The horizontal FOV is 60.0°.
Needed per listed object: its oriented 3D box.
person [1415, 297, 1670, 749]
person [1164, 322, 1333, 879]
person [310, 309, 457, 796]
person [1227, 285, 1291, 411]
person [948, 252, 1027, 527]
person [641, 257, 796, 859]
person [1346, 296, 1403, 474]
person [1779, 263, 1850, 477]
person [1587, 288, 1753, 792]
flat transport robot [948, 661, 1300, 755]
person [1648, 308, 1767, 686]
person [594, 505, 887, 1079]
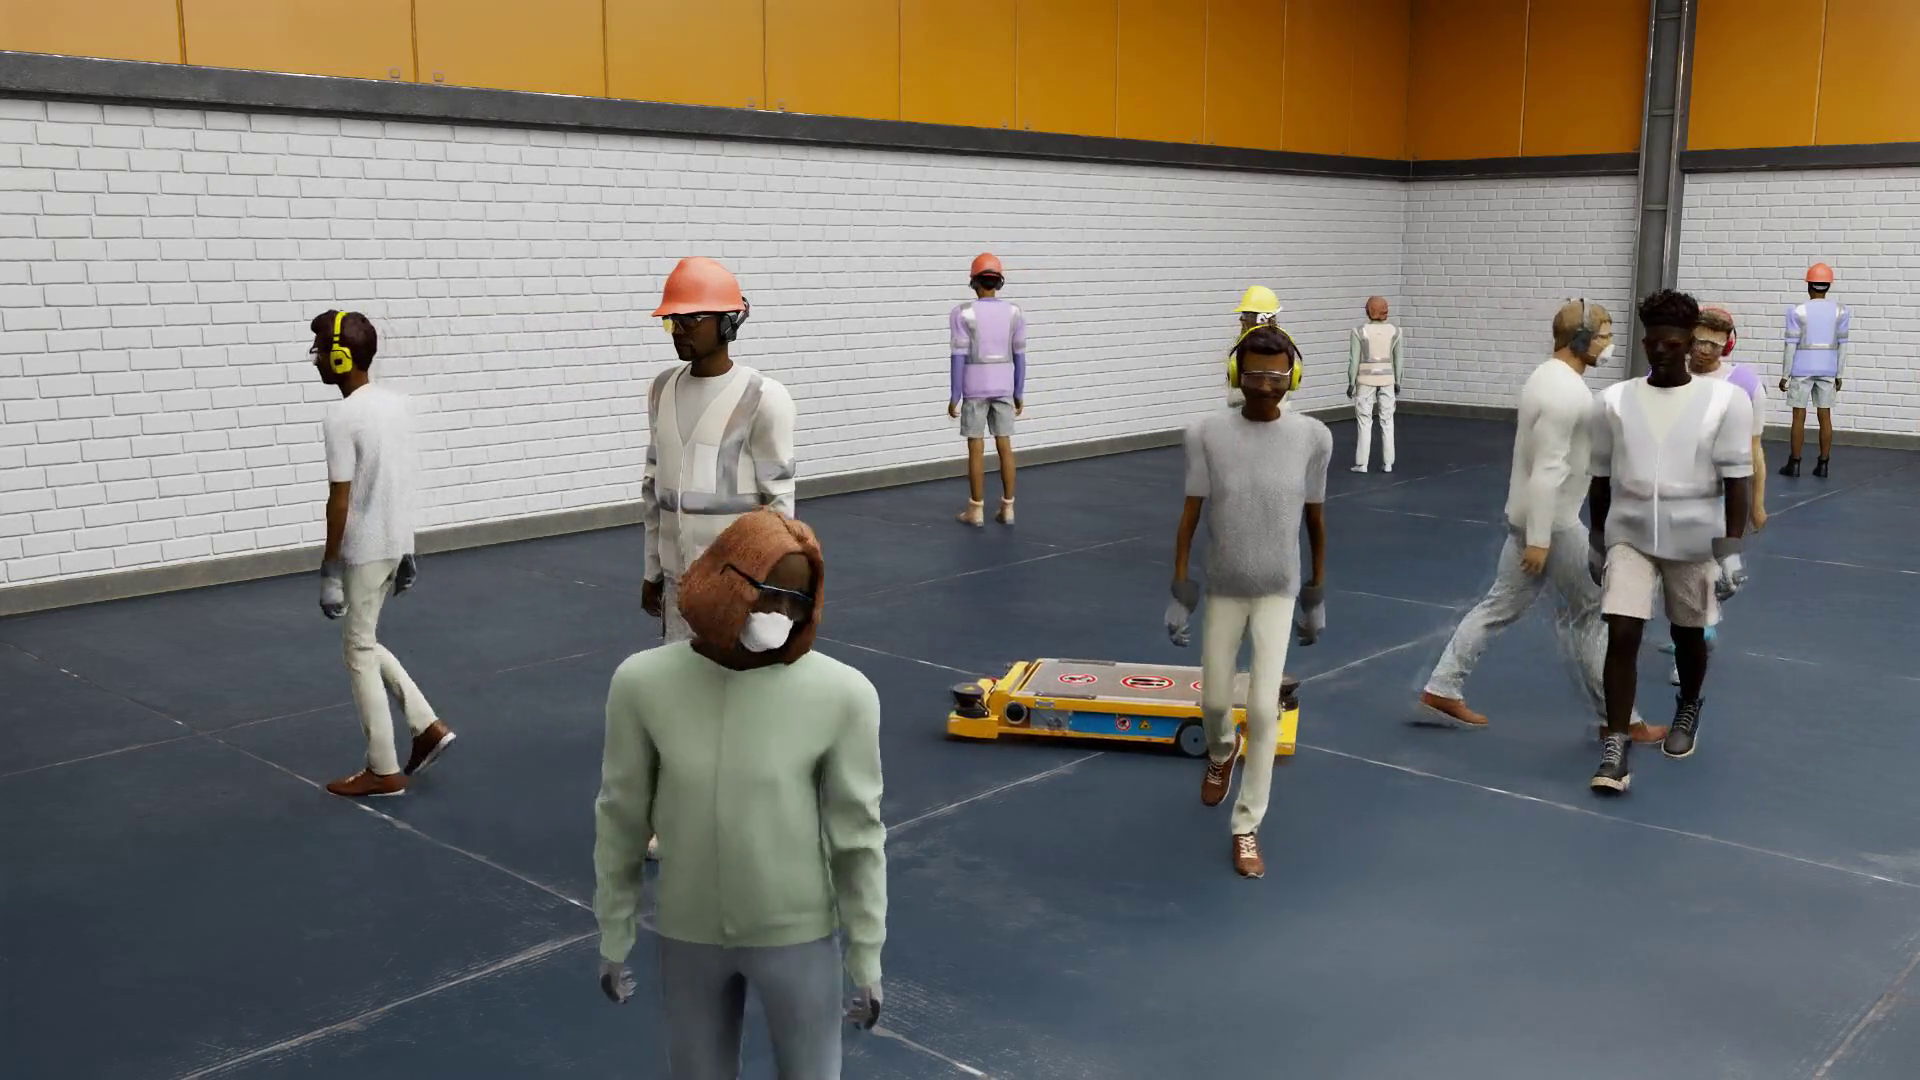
[{"bbox_3d":[2.455,-0.074,6.992,1.039,1.885,0.632,2,10,11],"label":"person"},{"bbox_3d":[0.986,0.166,5.716,0.553,1.840,0.723,1,10,7],"label":"person"},{"bbox_3d":[-2.233,0.066,6.249,0.416,1.852,0.542,1,10,7],"label":"person"},{"bbox_3d":[1.934,-0.727,10.807,0.404,1.834,0.591,0,10,-2],"label":"person"},{"bbox_3d":[0.193,-1.123,12.471,0.614,2.041,0.389,-4,11,-21],"label":"person"},{"bbox_3d":[-0.829,0.095,5.526,0.605,2.045,0.378,6,12,32],"label":"person"},{"bbox_3d":[3.818,-1.421,15.316,0.523,1.638,0.310,-1,10,-6],"label":"person"},{"bbox_3d":[7.729,-1.532,15.091,0.542,1.939,0.361,2,10,9],"label":"person"},{"bbox_3d":[2.760,-0.016,6.511,0.624,1.926,0.960,6,12,32],"label":"person"},{"bbox_3d":[0.719,0.700,7.133,1.431,0.197,0.652,2,10,13],"label":"flat transport robot"},{"bbox_3d":[3.612,-0.228,8.084,0.715,1.804,0.607,-7,12,-35],"label":"person"},{"bbox_3d":[-0.390,0.742,3.060,0.540,1.625,0.315,2,10,9],"label":"person"}]
